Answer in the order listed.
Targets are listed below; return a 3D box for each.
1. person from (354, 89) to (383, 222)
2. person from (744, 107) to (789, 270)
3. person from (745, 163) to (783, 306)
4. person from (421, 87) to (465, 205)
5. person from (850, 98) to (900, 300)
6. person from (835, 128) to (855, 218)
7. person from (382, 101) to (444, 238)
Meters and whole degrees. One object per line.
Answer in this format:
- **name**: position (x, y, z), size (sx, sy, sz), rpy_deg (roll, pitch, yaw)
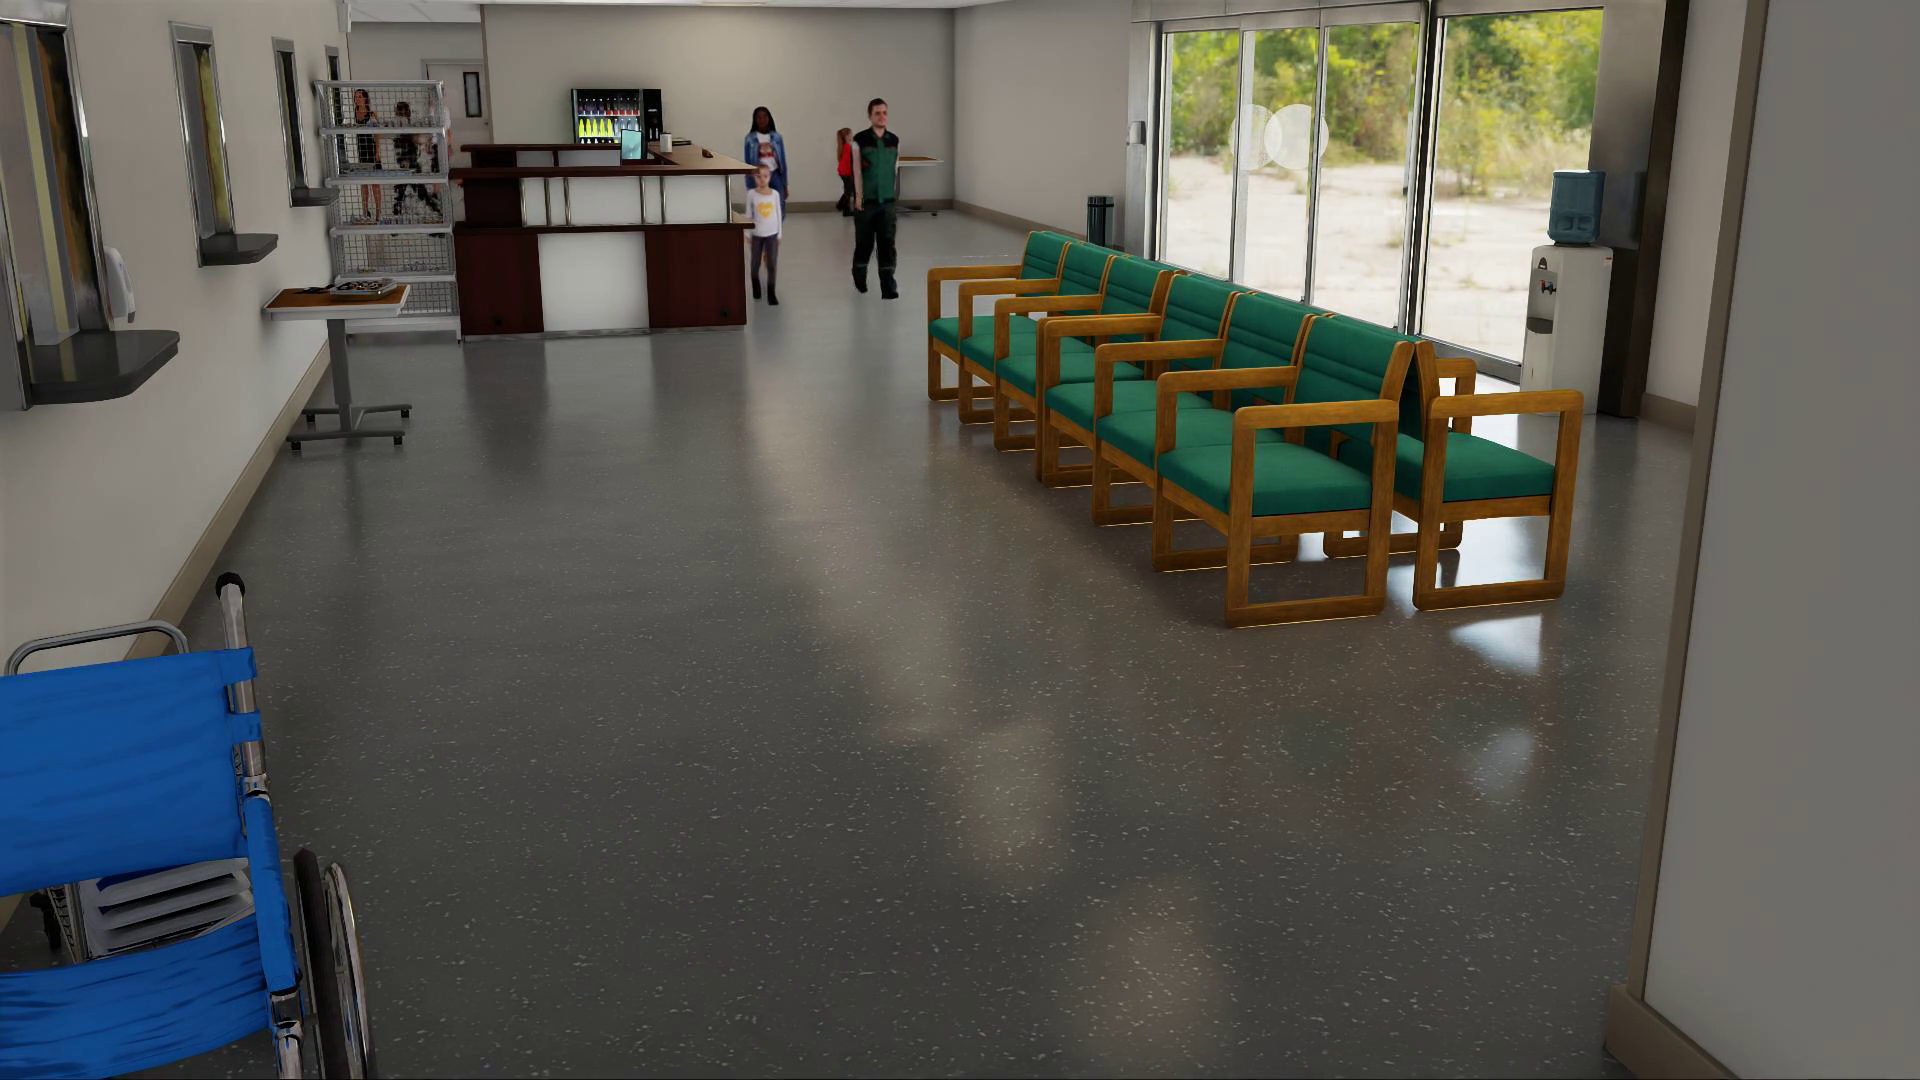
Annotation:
- **person**: position (-8.337, -5.385, 23.355), size (0.560, 1.835, 0.699), rpy_deg (1, 16, 3)
- **person**: position (-2.101, -3.821, 18.063), size (0.916, 1.697, 0.668), rpy_deg (-4, 16, -15)
- **person**: position (-1.804, -2.799, 15.245), size (0.782, 1.259, 0.547), rpy_deg (-4, 16, -13)
- **person**: position (-8.272, -6.314, 26.674), size (1.263, 1.824, 1.041), rpy_deg (-15, 22, -43)
- **person**: position (-0.827, -3.166, 15.531), size (1.108, 1.811, 0.779), rpy_deg (-6, 17, -20)
- **person**: position (-1.720, -5.395, 24.423), size (0.563, 1.275, 0.536), rpy_deg (-7, 17, -23)
- **person**: position (-6.854, -4.636, 21.011), size (1.246, 1.667, 0.938), rpy_deg (2, 16, 7)
